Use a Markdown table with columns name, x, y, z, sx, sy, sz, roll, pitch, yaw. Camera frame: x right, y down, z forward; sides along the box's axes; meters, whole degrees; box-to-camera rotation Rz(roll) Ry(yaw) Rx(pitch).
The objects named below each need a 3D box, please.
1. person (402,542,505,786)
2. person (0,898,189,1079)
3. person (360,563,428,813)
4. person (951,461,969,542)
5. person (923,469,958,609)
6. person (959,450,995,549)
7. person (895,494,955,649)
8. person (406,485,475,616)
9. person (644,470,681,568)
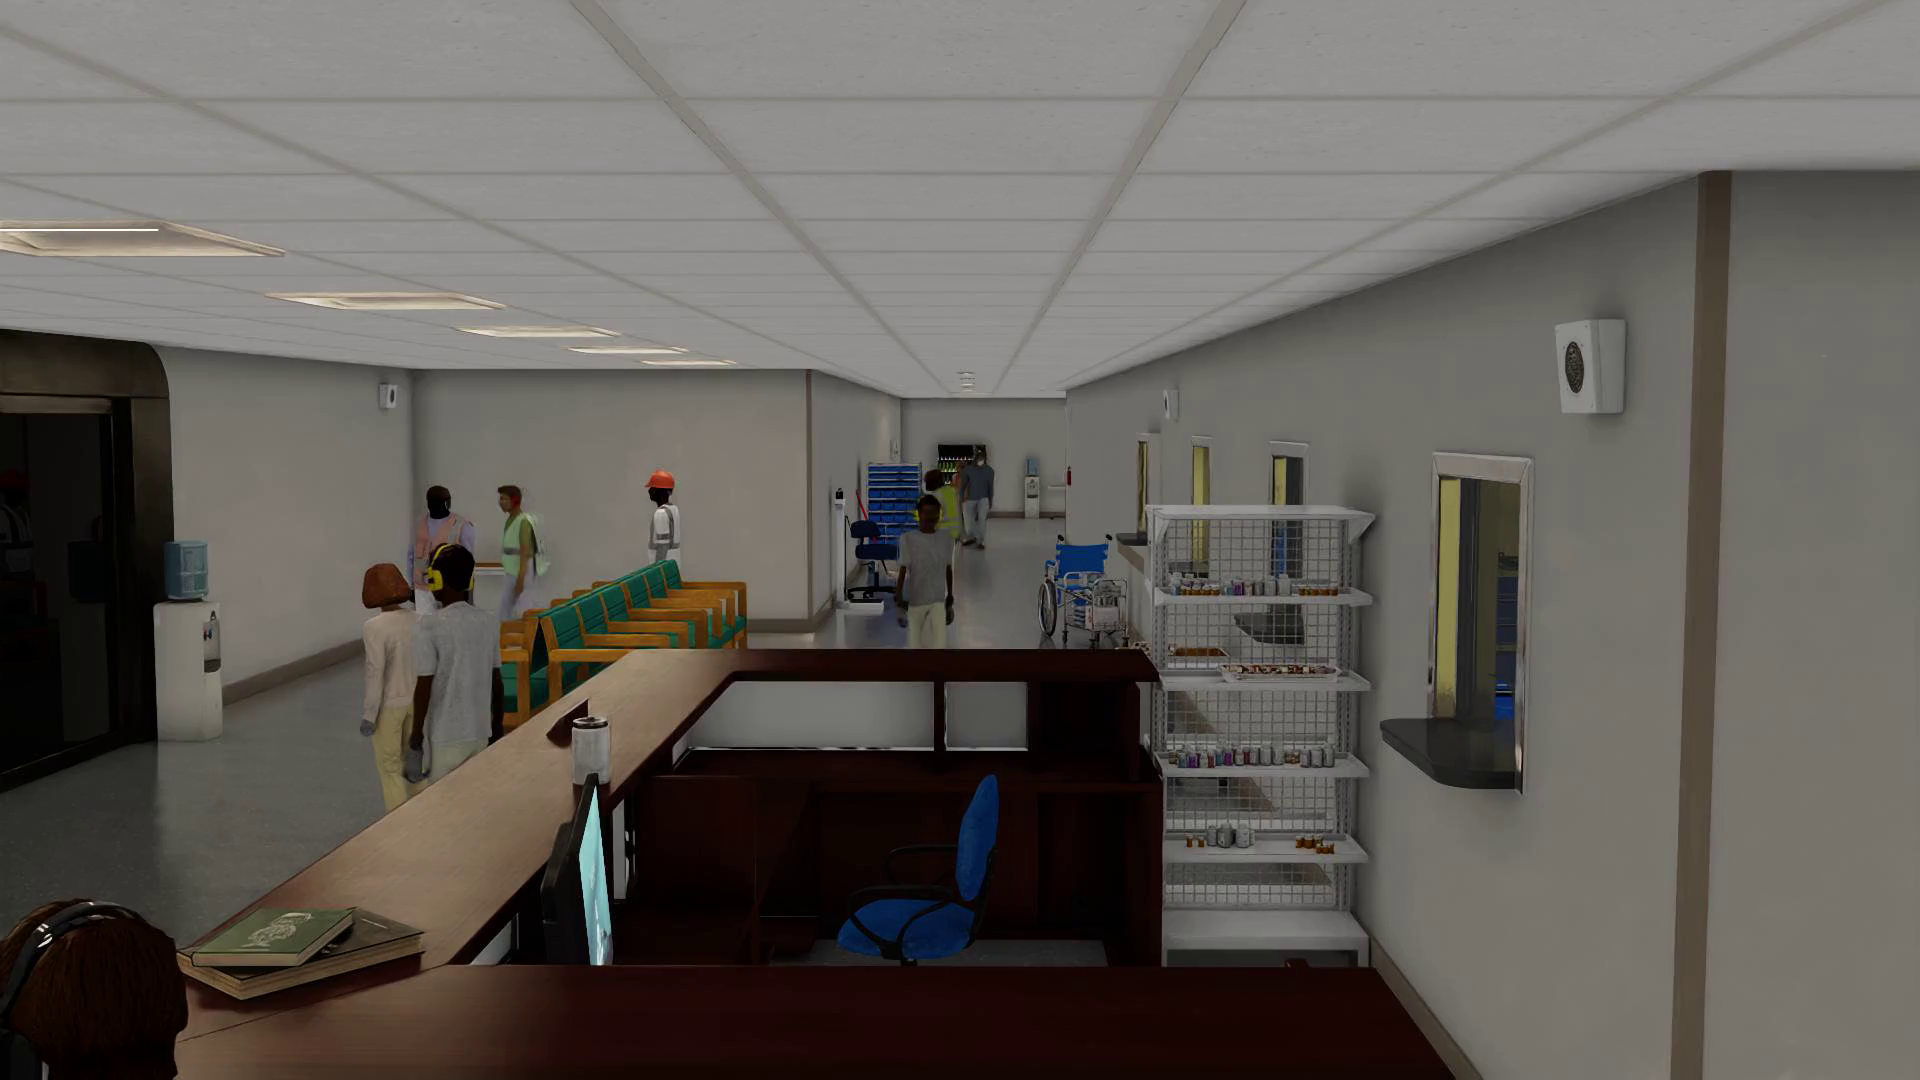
| name | x | y | z | sx | sy | sz | roll | pitch | yaw |
| --- | --- | --- | --- | --- | --- | --- | --- | --- | --- |
| person | -2.342 | 0.941 | 7.770 | 0.339 | 1.857 | 0.516 | 2 | 5 | 29 |
| person | -1.059 | 1.354 | 2.062 | 0.429 | 1.844 | 0.627 | 2 | 5 | 26 |
| person | -3.163 | 0.944 | 9.267 | 0.268 | 1.631 | 0.507 | 1 | 4 | 14 |
| person | 0.028 | -0.770 | 33.288 | 0.521 | 1.636 | 0.311 | 4 | 5 | 41 |
| person | -0.265 | -0.004 | 21.425 | 0.431 | 1.810 | 0.695 | 2 | 5 | 28 |
| person | 0.331 | -0.773 | 31.739 | 0.675 | 1.887 | 0.976 | 0 | 4 | 6 |
| person | -0.297 | 0.517 | 13.957 | 0.548 | 1.826 | 0.988 | -1 | 4 | -17 |
| person | -4.739 | 0.423 | 15.131 | 0.627 | 1.844 | 0.429 | 0 | 4 | 7 |
| person | -2.954 | 0.275 | 16.510 | 0.347 | 1.943 | 0.544 | 0 | 4 | 2 |
